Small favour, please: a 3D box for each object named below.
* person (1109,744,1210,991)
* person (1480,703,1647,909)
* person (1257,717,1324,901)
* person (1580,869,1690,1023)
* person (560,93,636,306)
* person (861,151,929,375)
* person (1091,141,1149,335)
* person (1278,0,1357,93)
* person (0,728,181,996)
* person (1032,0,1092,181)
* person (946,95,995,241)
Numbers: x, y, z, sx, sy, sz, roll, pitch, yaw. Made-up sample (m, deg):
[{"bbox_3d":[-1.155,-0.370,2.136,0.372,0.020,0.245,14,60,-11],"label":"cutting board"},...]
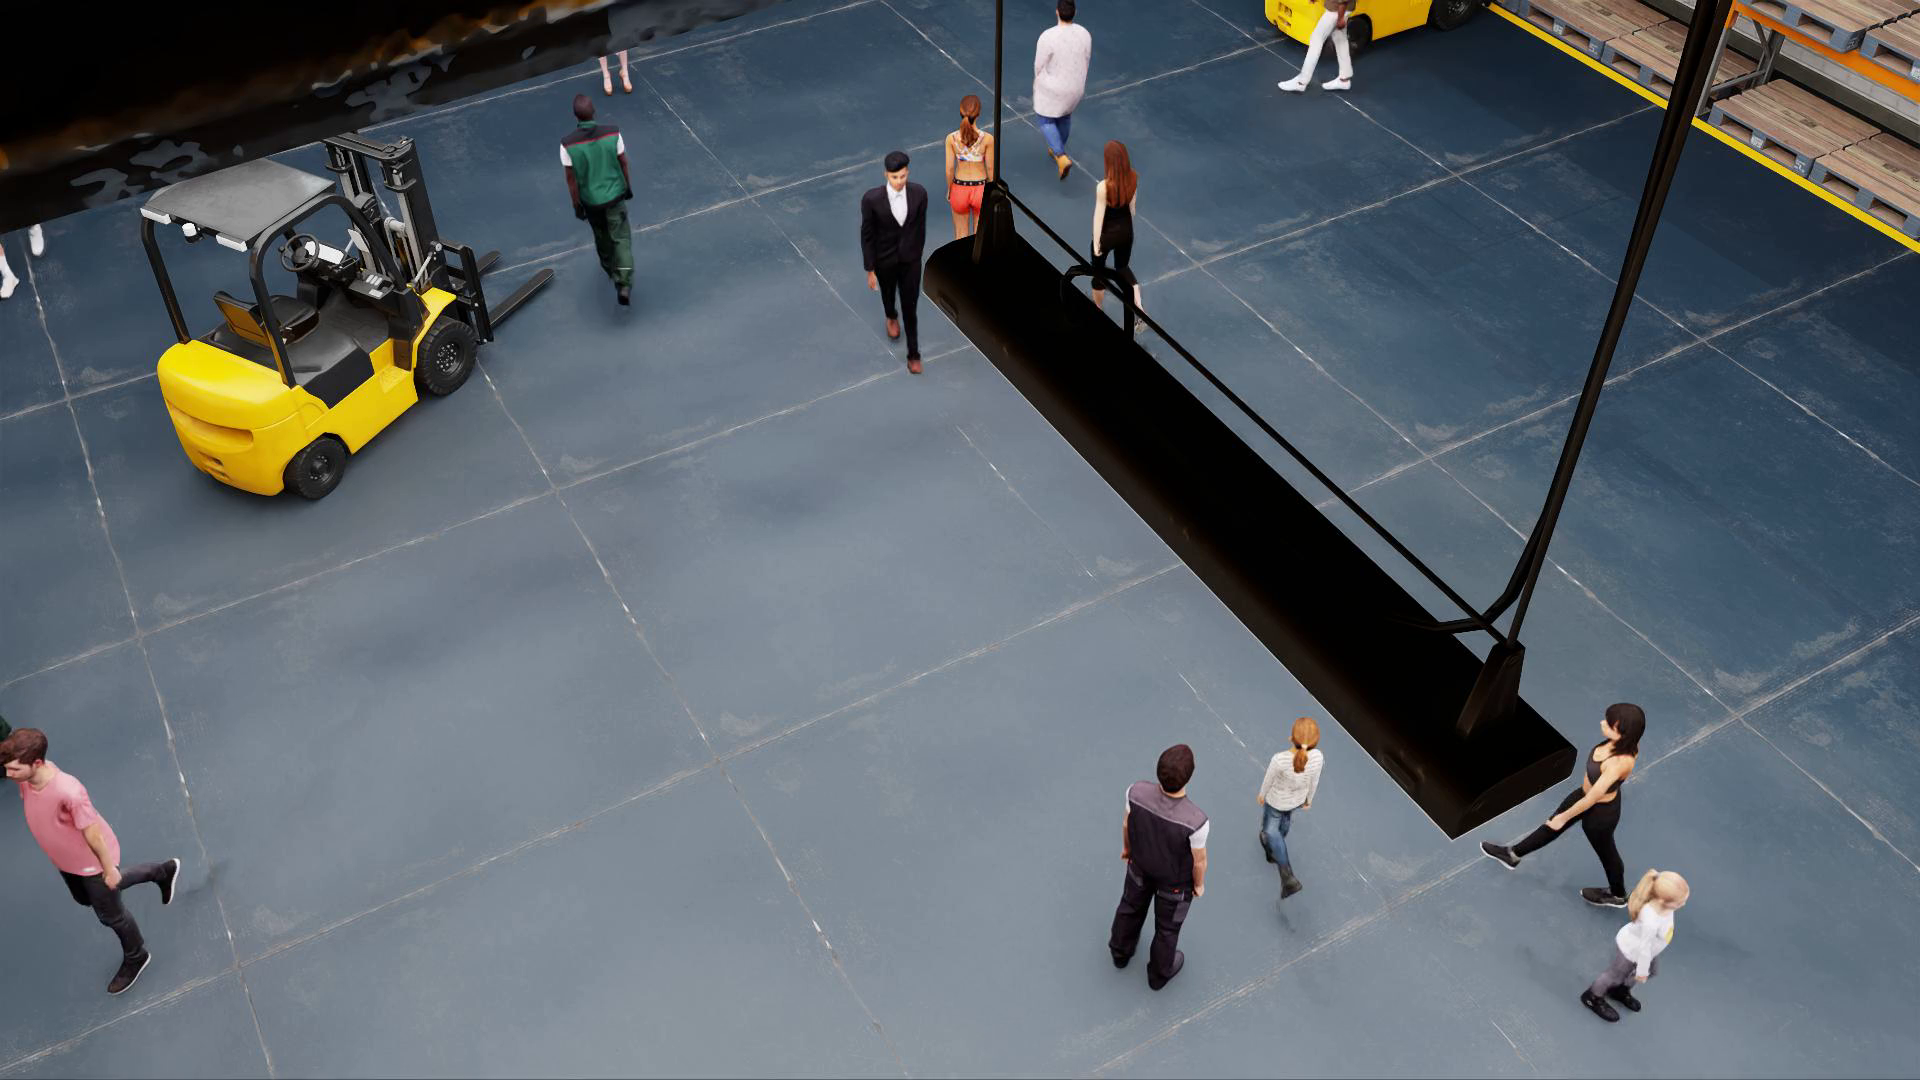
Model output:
[{"bbox_3d":[1.083,1.758,8.953,0.677,1.843,0.800,27,50,25],"label":"person"},{"bbox_3d":[3.668,1.548,9.353,1.118,1.596,1.008,13,45,14],"label":"person"},{"bbox_3d":[1.895,1.544,9.572,0.620,1.298,0.862,-8,44,-8],"label":"person"},{"bbox_3d":[3.580,2.155,8.952,0.600,1.270,0.561,29,51,27],"label":"person"},{"bbox_3d":[-2.934,-2.780,13.742,0.910,1.808,1.244,-9,44,-9],"label":"person"},{"bbox_3d":[-0.530,-2.295,13.222,0.969,1.823,1.297,-7,44,-8],"label":"person"},{"bbox_3d":[1.294,-2.408,13.424,0.581,1.708,0.957,-21,47,-21],"label":"person"},{"bbox_3d":[3.785,-5.234,16.328,1.117,1.794,1.081,7,44,7],"label":"person"},{"bbox_3d":[-4.665,1.642,9.004,1.024,1.942,1.019,17,46,17],"label":"person"},{"bbox_3d":[0.933,-4.124,15.212,0.781,1.727,1.023,-13,45,-13],"label":"person"},{"bbox_3d":[0.089,-2.876,13.855,0.674,1.791,0.714,2,44,2],"label":"person"}]
